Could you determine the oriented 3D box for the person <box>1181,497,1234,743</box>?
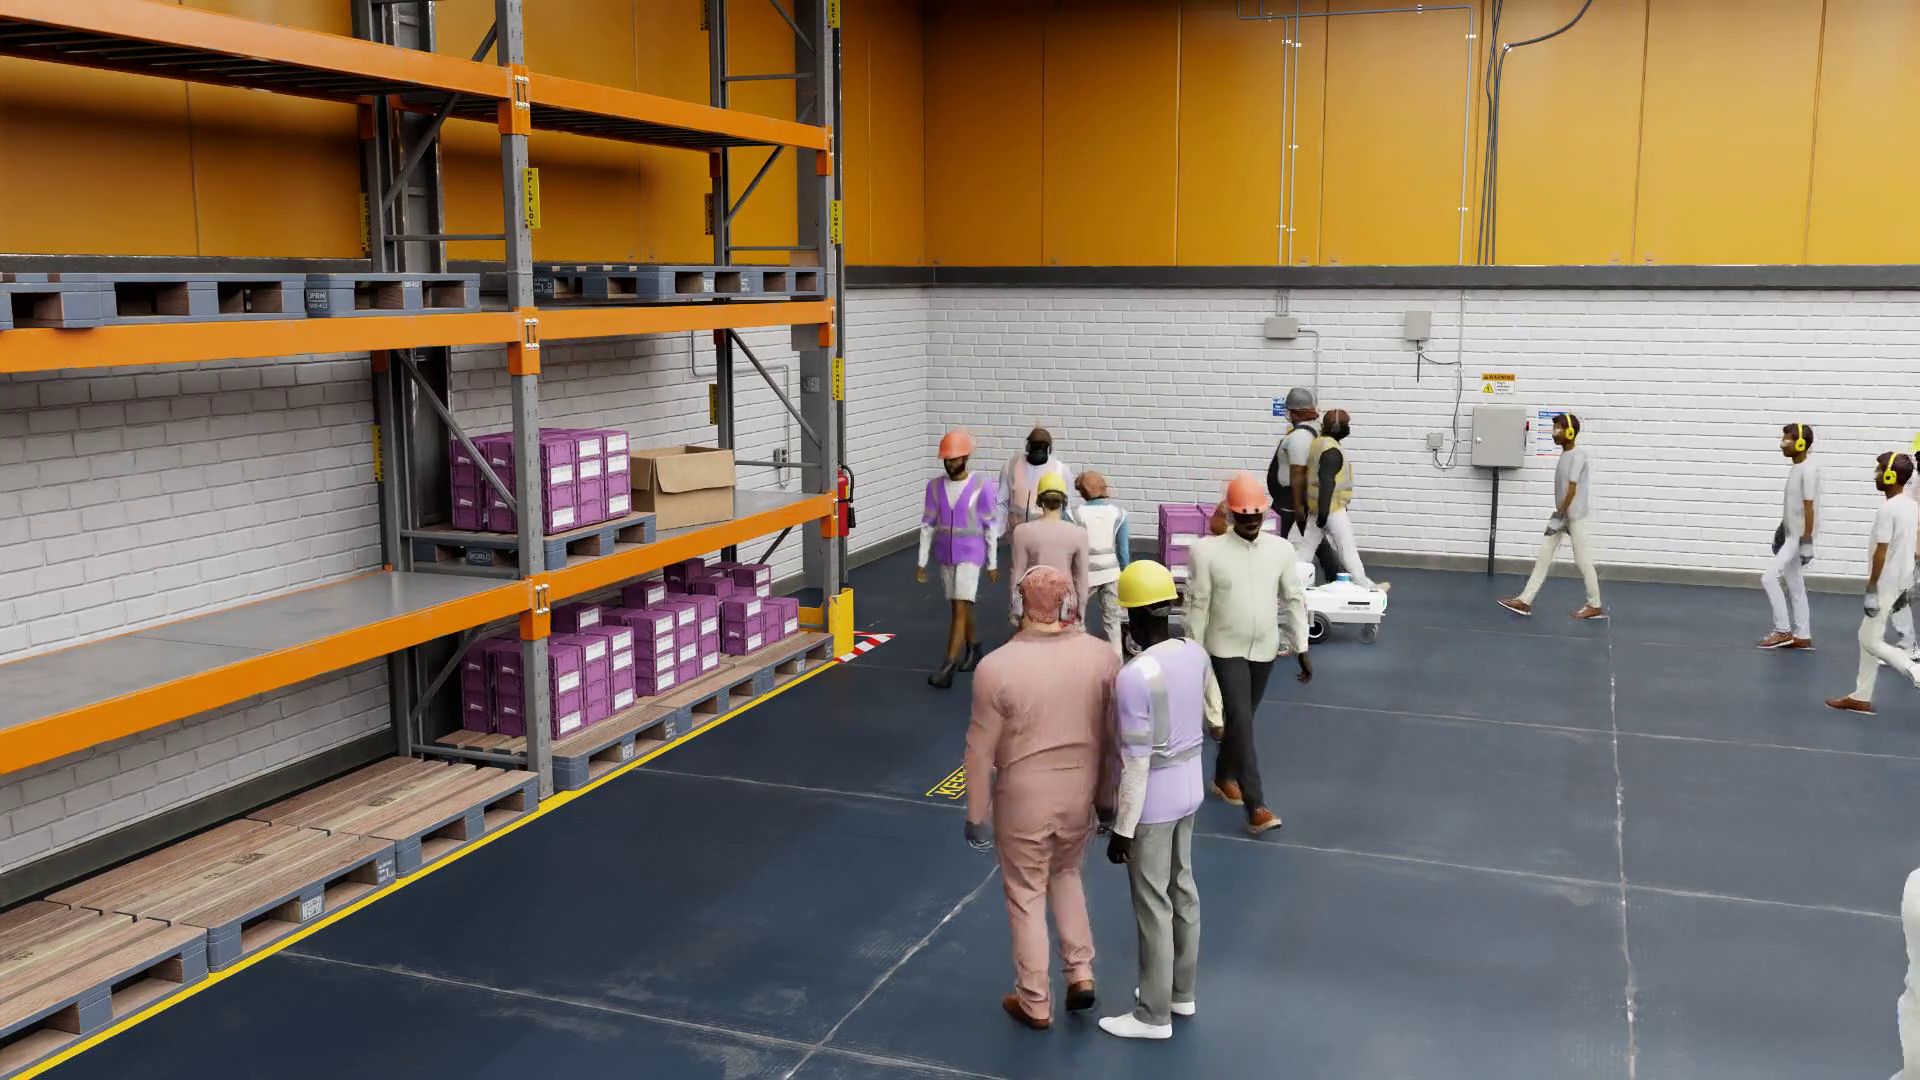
[{"bbox_3d":[1.736,0.485,11.075,0.539,1.597,0.773,-1,9,-4],"label":"person"}]

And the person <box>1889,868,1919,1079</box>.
[{"bbox_3d":[2.632,1.407,4.375,0.627,1.875,1.059,-2,9,-12],"label":"person"}]

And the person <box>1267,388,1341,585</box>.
[{"bbox_3d":[3.225,-0.486,15.767,0.979,2.000,0.681,7,11,38],"label":"person"}]

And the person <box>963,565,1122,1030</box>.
[{"bbox_3d":[0.314,1.039,6.686,0.667,1.882,0.417,-4,10,-24],"label":"person"}]

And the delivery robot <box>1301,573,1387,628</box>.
[{"bbox_3d":[3.175,0.520,13.811,0.707,0.478,0.477,1,9,8],"label":"delivery robot"}]

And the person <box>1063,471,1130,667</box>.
[{"bbox_3d":[0.982,0.303,12.139,0.629,1.612,0.521,-3,10,-20],"label":"person"}]

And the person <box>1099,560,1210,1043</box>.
[{"bbox_3d":[0.763,1.032,6.611,0.383,1.921,0.586,6,11,35],"label":"person"}]

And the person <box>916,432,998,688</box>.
[{"bbox_3d":[-0.030,0.126,12.430,0.575,1.882,0.997,5,10,27],"label":"person"}]

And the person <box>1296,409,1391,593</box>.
[{"bbox_3d":[3.515,-0.316,15.446,0.950,1.793,0.636,0,9,0],"label":"person"}]

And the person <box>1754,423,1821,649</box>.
[{"bbox_3d":[6.674,-0.020,13.441,0.599,1.848,0.554,3,10,19],"label":"person"}]

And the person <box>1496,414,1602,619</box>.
[{"bbox_3d":[5.269,-0.194,14.640,0.947,1.820,0.498,-1,9,-3],"label":"person"}]

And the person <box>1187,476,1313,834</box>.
[{"bbox_3d":[1.605,0.607,9.218,0.626,1.937,1.020,-2,9,-15],"label":"person"}]

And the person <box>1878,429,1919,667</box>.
[{"bbox_3d":[7.292,0.084,12.606,0.636,1.901,0.620,1,9,6],"label":"person"}]

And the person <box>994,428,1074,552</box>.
[{"bbox_3d":[0.608,-0.046,13.828,0.626,1.789,1.014,3,10,19],"label":"person"}]

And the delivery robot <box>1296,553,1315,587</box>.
[{"bbox_3d":[2.953,0.350,14.878,0.477,0.478,0.707,4,10,22],"label":"delivery robot"}]

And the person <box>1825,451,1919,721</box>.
[{"bbox_3d":[6.357,0.322,11.305,0.530,1.848,0.721,-8,12,-43],"label":"person"}]

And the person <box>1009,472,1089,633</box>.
[{"bbox_3d":[0.585,0.430,10.911,0.533,1.746,0.425,-2,9,-11],"label":"person"}]
